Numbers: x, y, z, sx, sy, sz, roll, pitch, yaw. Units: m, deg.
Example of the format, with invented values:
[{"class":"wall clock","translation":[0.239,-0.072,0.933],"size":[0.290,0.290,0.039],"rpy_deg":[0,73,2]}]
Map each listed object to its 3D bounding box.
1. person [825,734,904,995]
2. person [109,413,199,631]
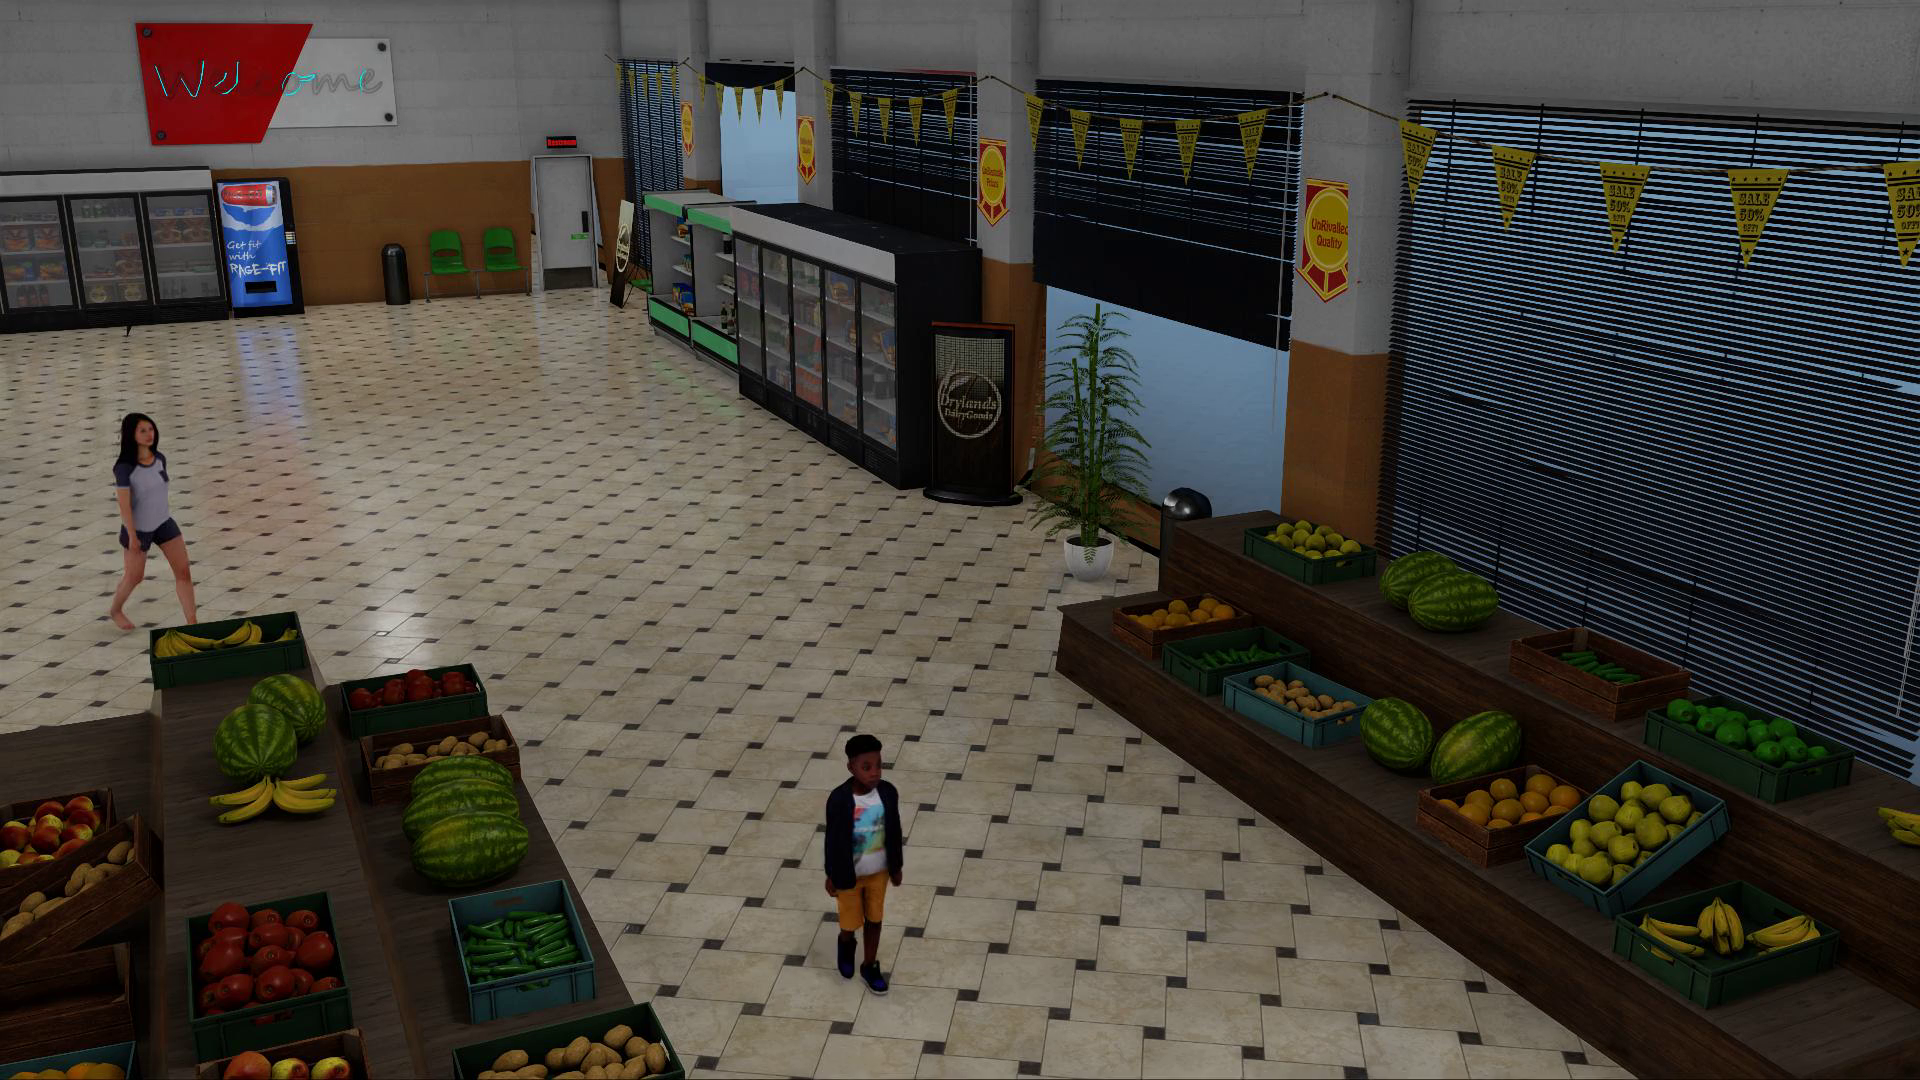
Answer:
[{"class":"person","translation":[-0.472,1.466,7.667],"size":[0.519,1.262,0.578],"rpy_deg":[-8,18,-23]},{"class":"person","translation":[-5.953,-0.083,12.075],"size":[1.155,1.664,1.079],"rpy_deg":[7,18,22]}]
